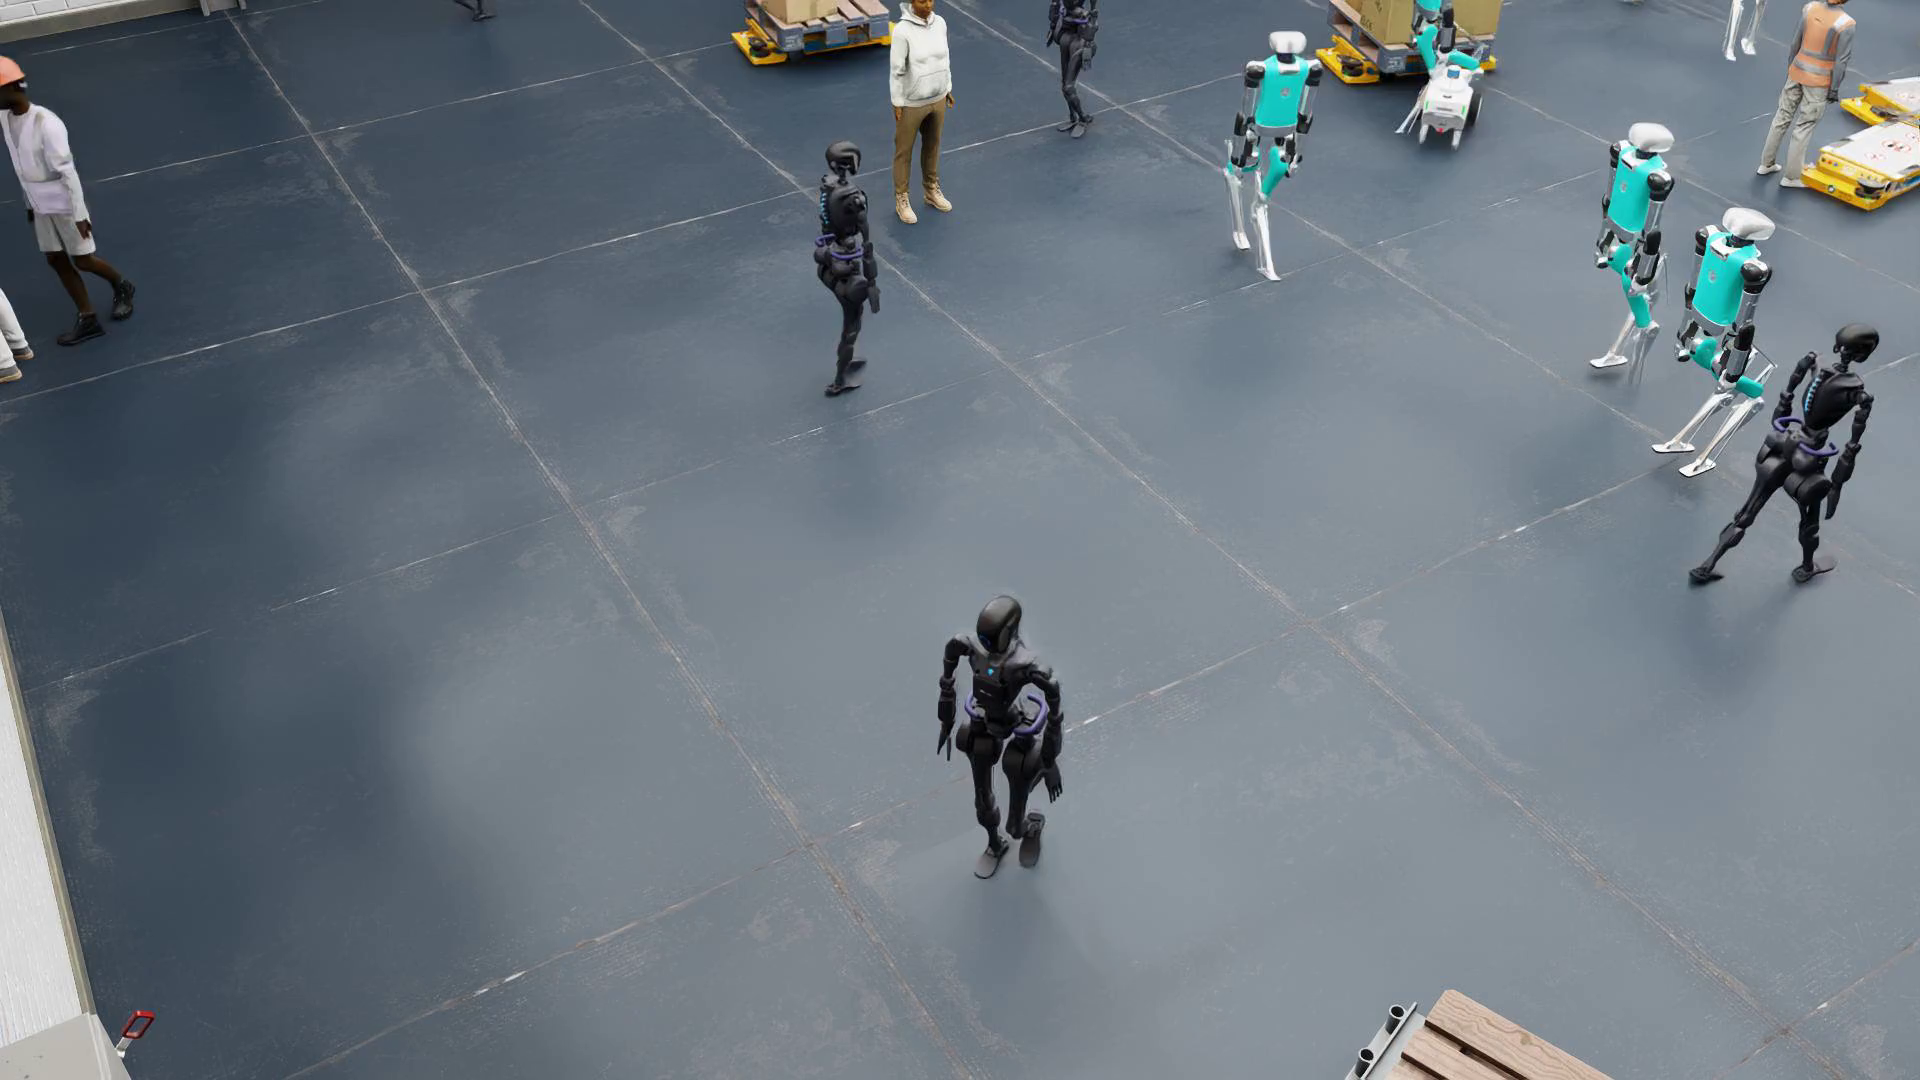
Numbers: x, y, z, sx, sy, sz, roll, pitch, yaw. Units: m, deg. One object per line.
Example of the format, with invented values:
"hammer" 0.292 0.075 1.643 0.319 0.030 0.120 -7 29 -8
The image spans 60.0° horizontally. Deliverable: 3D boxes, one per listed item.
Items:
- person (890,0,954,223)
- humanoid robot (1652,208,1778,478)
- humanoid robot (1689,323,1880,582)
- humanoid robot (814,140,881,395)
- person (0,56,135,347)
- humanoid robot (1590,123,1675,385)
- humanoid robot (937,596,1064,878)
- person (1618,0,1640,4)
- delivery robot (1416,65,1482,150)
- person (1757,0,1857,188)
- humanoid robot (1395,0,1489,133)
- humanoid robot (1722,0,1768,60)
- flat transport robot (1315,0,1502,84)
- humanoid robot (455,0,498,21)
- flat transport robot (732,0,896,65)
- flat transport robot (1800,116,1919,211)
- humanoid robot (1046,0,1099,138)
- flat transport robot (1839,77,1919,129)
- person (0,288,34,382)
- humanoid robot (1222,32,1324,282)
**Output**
"person" -0.295 -3.209 12.135 0.521 1.767 0.373 -24 44 -27
"humanoid robot" 4.418 -1.129 9.427 0.735 1.677 0.533 -10 40 -13
"humanoid robot" 4.429 -0.439 8.750 0.807 1.628 0.586 -12 40 -15
"humanoid robot" -0.695 -1.684 10.279 0.451 1.646 0.588 -24 44 -27
"person" -5.828 -2.195 10.758 0.621 1.893 0.654 15 41 19
"humanoid robot" 4.278 -1.711 10.364 0.736 1.901 0.543 -10 39 -12
"humanoid robot" 0.174 0.842 7.097 0.608 1.635 0.360 17 41 20
"person" 6.432 -5.891 15.582 0.388 1.682 0.554 27 46 30
"delivery robot" 3.985 -3.573 13.577 0.499 0.604 0.808 13 40 15
"person" 6.433 -3.470 12.567 0.306 1.638 0.510 -14 40 -17
"humanoid robot" 3.914 -4.011 13.195 0.858 1.781 0.552 -11 40 -14
"humanoid robot" 7.087 -5.079 14.509 0.546 1.749 0.824 8 39 10
"flat transport robot" 3.950 -4.306 14.725 1.431 0.231 0.659 -9 39 -11
"humanoid robot" -4.522 -5.597 15.217 0.388 1.644 0.600 -25 45 -28
"flat transport robot" -1.295 -4.615 15.115 1.431 0.231 0.659 -15 41 -18
"flat transport robot" 7.255 -2.960 13.026 1.431 0.231 0.659 -23 44 -26
"humanoid robot" 0.899 -4.032 13.244 0.335 1.644 0.595 -22 43 -25
"flat transport robot" 8.186 -3.636 13.879 1.431 0.231 0.659 -9 39 -11
"person" -6.282 -1.854 10.339 0.339 1.876 0.575 -4 39 -5
"humanoid robot" 2.098 -2.733 11.573 0.551 1.793 0.846 -5 39 -7
